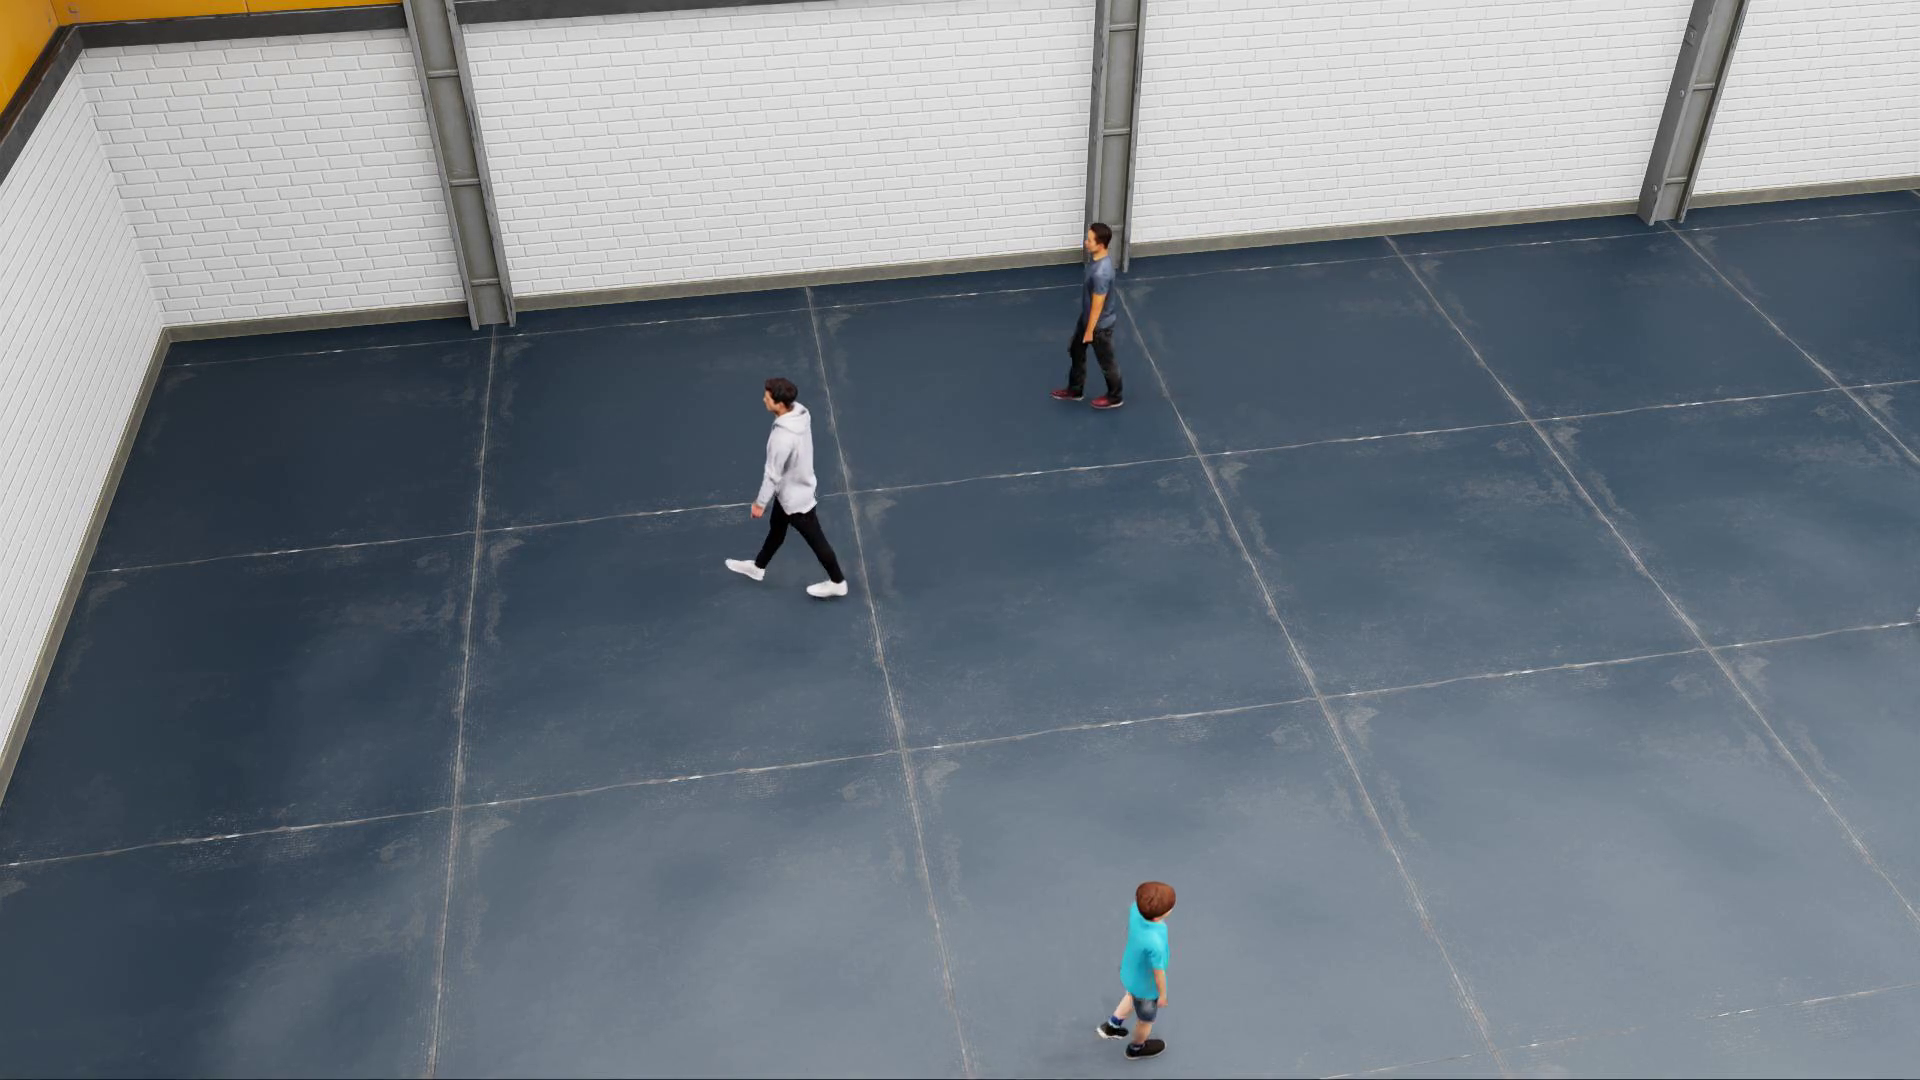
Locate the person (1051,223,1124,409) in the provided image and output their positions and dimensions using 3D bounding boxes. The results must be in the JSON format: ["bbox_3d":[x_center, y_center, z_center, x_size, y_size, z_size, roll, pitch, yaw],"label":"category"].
[{"bbox_3d":[1.267,-1.892,14.186,0.899,1.792,0.742,-2,39,-2],"label":"person"}]

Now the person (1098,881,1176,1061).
[{"bbox_3d":[0.950,2.374,9.126,0.621,1.439,0.563,-10,40,-12],"label":"person"}]

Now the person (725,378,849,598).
[{"bbox_3d":[-1.106,-0.331,12.167,1.240,1.872,0.864,1,39,1],"label":"person"}]
